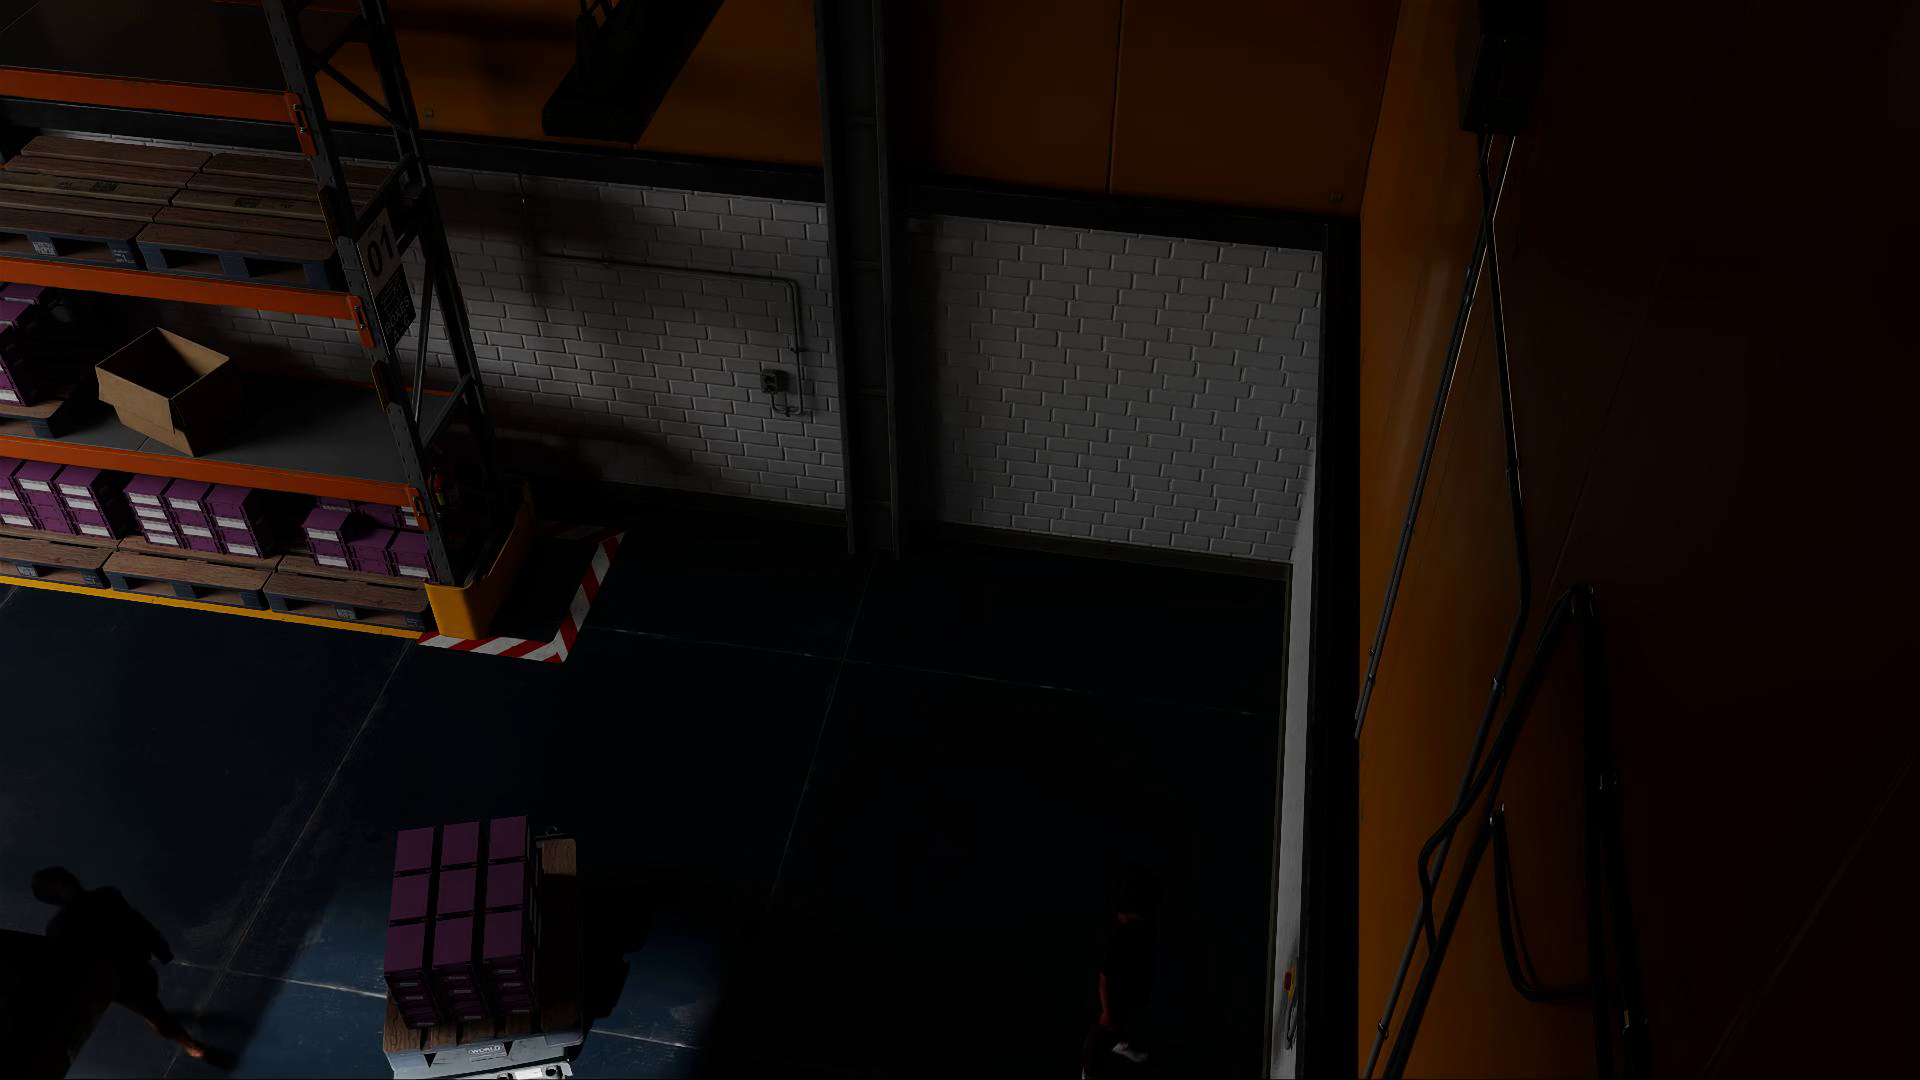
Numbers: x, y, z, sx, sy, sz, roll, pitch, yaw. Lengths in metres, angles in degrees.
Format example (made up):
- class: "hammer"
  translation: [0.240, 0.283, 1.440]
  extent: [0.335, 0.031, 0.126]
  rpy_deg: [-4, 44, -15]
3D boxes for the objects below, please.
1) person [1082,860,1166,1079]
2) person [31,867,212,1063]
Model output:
- class: "person"
  translation: [0.834, 2.264, 8.612]
  extent: [0.715, 1.784, 0.717]
  rpy_deg: [26, 49, 25]
- class: "person"
  translation: [-4.323, 2.274, 8.737]
  extent: [0.971, 1.597, 0.784]
  rpy_deg: [30, 51, 27]
